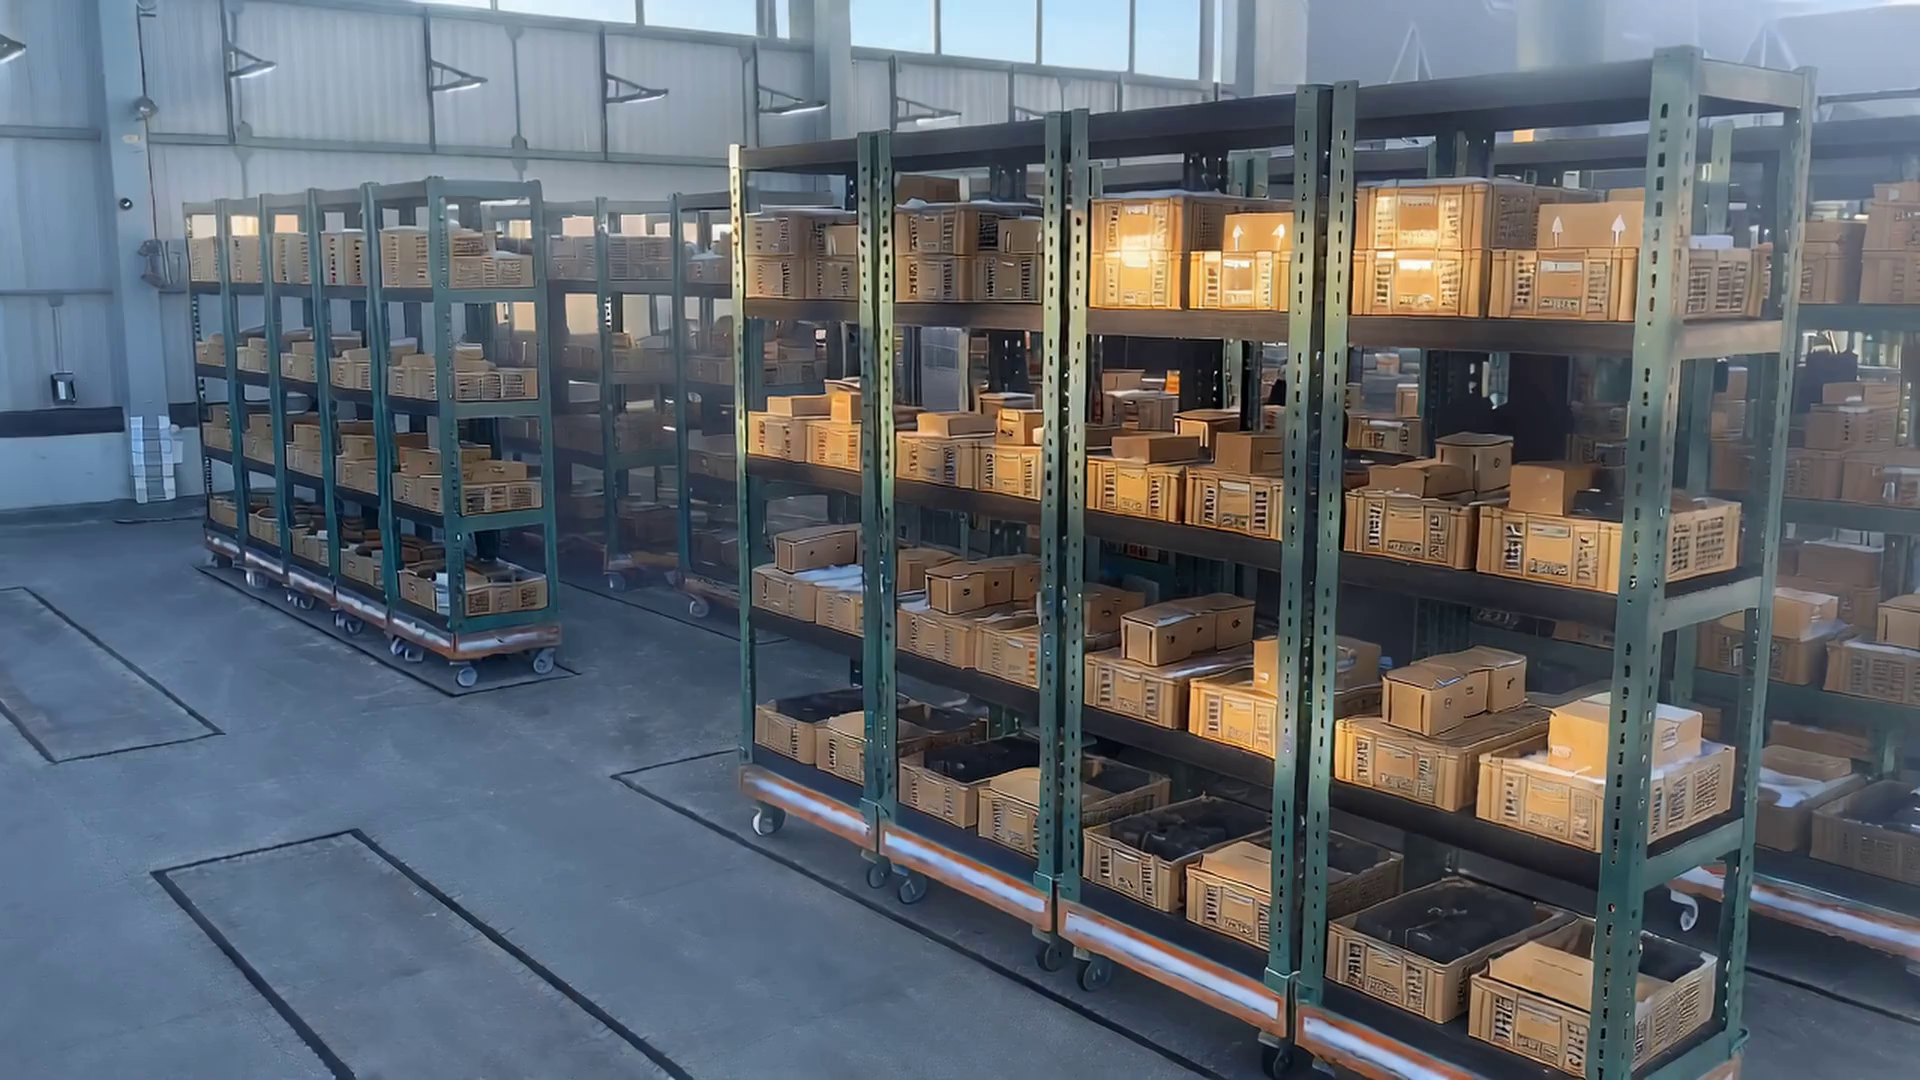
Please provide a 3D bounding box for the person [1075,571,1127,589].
[{"bbox_3d":[1.097,-0.318,14.109,0.893,2.020,0.613,-6,11,-34],"label":"person"}]
